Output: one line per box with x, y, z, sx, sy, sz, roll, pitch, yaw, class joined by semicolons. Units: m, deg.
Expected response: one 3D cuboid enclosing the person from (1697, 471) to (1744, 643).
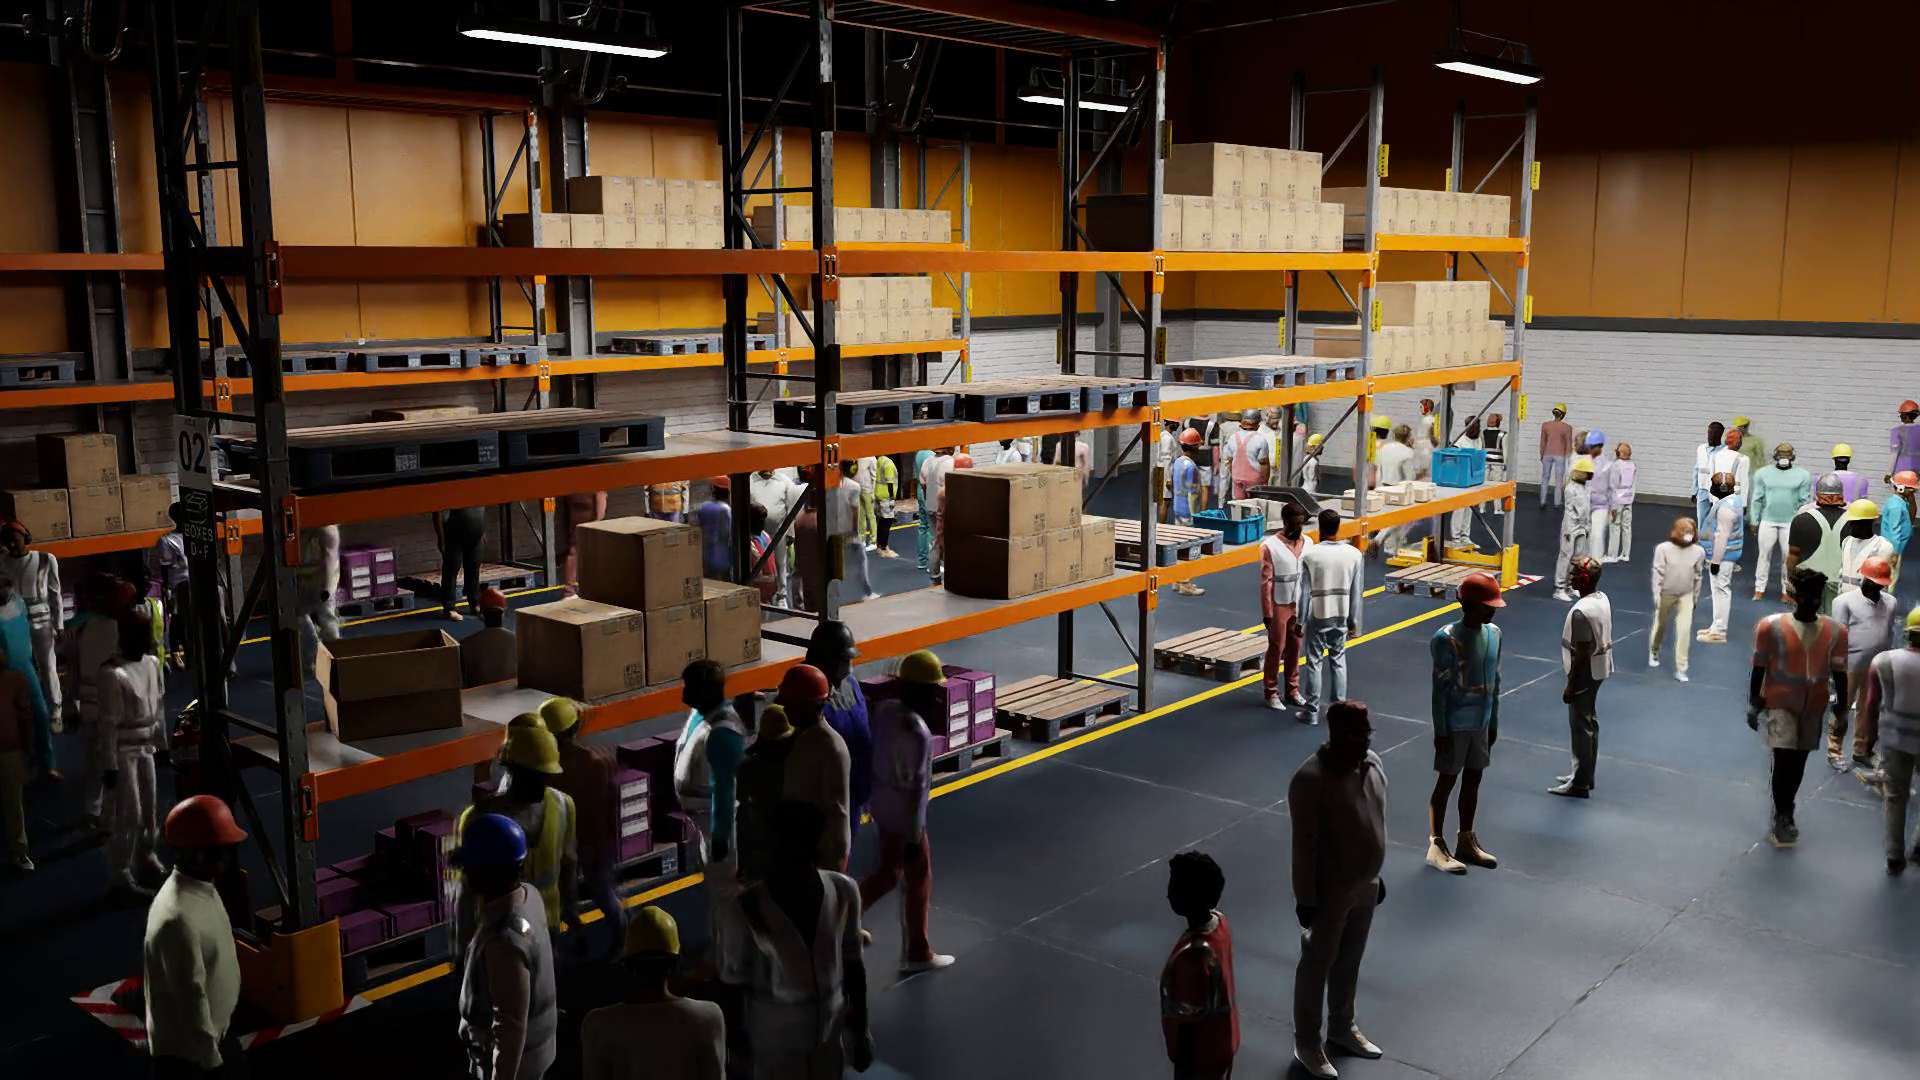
8.141;0.181;17.819;0.430;1.838;0.624;5;11;27;person

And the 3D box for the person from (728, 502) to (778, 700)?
-1.916;0.558;15.561;0.430;1.840;0.623;3;10;19;person

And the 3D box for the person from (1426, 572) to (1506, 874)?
3.399;1.210;11.090;0.606;2.035;0.405;-6;11;-31;person

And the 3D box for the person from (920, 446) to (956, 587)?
-0.142;-0.366;20.473;0.538;2.000;0.681;-9;13;-41;person

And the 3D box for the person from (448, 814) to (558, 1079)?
-1.773;2.013;6.541;0.386;1.948;0.602;-2;10;-10;person

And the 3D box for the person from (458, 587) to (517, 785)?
-3.324;1.205;11.983;0.570;1.743;0.354;-2;10;-11;person

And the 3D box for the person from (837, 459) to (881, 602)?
-1.357;-0.119;19.658;0.536;1.827;0.952;9;13;42;person

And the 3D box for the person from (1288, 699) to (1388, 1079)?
1.932;1.728;8.365;0.654;1.906;0.406;-8;12;-39;person

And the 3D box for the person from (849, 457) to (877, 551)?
-1.355;-0.663;23.454;0.265;1.632;0.507;-9;13;-43;person

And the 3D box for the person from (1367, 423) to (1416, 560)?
5.836;-0.633;22.455;0.785;1.916;0.636;-5;11;-27;person

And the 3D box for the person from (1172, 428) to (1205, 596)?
2.797;-0.346;20.327;0.359;2.047;0.614;-2;10;-10;person

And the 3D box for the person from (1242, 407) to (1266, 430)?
4.581;-1.217;25.942;0.591;1.913;0.394;-7;12;-36;person

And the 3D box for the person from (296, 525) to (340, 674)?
-6.382;0.420;16.401;0.652;1.829;0.521;9;13;43;person

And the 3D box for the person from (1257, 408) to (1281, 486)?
4.653;-1.033;24.901;0.652;1.895;0.400;-6;11;-31;person

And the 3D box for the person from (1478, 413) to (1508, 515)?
8.565;-1.218;26.764;0.513;1.637;0.313;8;12;39;person

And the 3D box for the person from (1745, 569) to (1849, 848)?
5.862;1.176;11.544;0.634;1.940;0.789;1;10;6;person

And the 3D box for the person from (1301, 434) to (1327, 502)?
4.800;-0.585;22.704;0.363;1.736;0.488;1;10;3;person

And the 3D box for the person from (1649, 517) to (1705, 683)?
7.038;0.540;16.387;0.502;1.592;0.842;1;10;8;person

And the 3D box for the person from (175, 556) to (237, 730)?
-5.973;0.931;13.235;0.517;1.874;0.327;4;10;23;person

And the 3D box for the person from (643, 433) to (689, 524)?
-3.715;-0.399;21.038;0.585;1.917;0.382;1;10;3;person

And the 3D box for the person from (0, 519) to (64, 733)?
-8.043;0.747;14.321;0.588;1.878;0.371;-3;10;-19;person

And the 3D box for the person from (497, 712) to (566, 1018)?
-2.256;1.753;8.735;0.315;1.738;0.486;-1;10;-4;person

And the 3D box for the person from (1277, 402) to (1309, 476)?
6.315;-2.204;31.572;0.611;1.997;0.375;4;10;22;person

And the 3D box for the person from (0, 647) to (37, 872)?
-6.395;1.422;11.003;0.498;1.634;0.278;-7;12;-36;person

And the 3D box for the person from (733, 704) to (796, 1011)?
-0.972;1.721;8.933;0.488;1.737;0.321;0;10;3;person

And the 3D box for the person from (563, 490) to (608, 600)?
-4.435;-0.196;20.043;0.669;1.837;1.066;5;11;29;person

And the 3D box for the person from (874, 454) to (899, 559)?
-1.008;-0.584;22.834;0.320;1.687;0.538;-3;10;-18;person

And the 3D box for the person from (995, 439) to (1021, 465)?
0.676;-0.768;23.893;0.317;1.695;0.540;-6;11;-33;person

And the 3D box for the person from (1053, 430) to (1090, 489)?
1.647;-0.904;24.682;0.534;1.696;0.900;4;10;22;person

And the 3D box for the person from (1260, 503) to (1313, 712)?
2.960;0.600;15.118;0.598;1.908;0.410;-6;11;-32;person

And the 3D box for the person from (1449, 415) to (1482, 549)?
7.162;-0.811;23.532;0.590;1.914;0.395;-8;12;-39;person

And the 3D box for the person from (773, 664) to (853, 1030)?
-0.785;1.621;8.791;0.411;1.986;0.617;-5;11;-30;person

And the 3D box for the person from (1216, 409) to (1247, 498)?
4.766;-1.717;28.534;0.684;2.000;0.535;5;11;27;person

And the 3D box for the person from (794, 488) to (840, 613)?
-1.366;0.379;16.424;0.409;1.909;0.641;-6;11;-34;person

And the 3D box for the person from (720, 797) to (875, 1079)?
-0.646;1.980;6.728;0.609;1.949;0.415;-6;11;-34;person

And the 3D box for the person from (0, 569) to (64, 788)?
-7.224;1.059;12.709;0.565;1.794;0.611;3;10;18;person

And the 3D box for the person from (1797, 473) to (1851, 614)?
8.796;0.281;16.930;0.627;1.934;0.372;1;10;5;person

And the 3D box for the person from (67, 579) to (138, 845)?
-5.922;1.202;11.635;0.619;1.860;0.432;2;10;14;person

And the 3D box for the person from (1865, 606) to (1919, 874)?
6.351;1.320;11.061;0.614;1.812;0.477;8;12;38;person

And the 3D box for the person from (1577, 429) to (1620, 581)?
8.136;-0.449;21.255;0.637;1.945;0.688;-7;12;-36;person

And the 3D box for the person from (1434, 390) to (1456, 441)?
8.365;-1.710;28.838;0.372;1.931;0.628;5;11;29;person

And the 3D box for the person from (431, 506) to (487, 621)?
-5.645;-0.101;18.890;0.537;2.000;0.683;7;12;35;person
